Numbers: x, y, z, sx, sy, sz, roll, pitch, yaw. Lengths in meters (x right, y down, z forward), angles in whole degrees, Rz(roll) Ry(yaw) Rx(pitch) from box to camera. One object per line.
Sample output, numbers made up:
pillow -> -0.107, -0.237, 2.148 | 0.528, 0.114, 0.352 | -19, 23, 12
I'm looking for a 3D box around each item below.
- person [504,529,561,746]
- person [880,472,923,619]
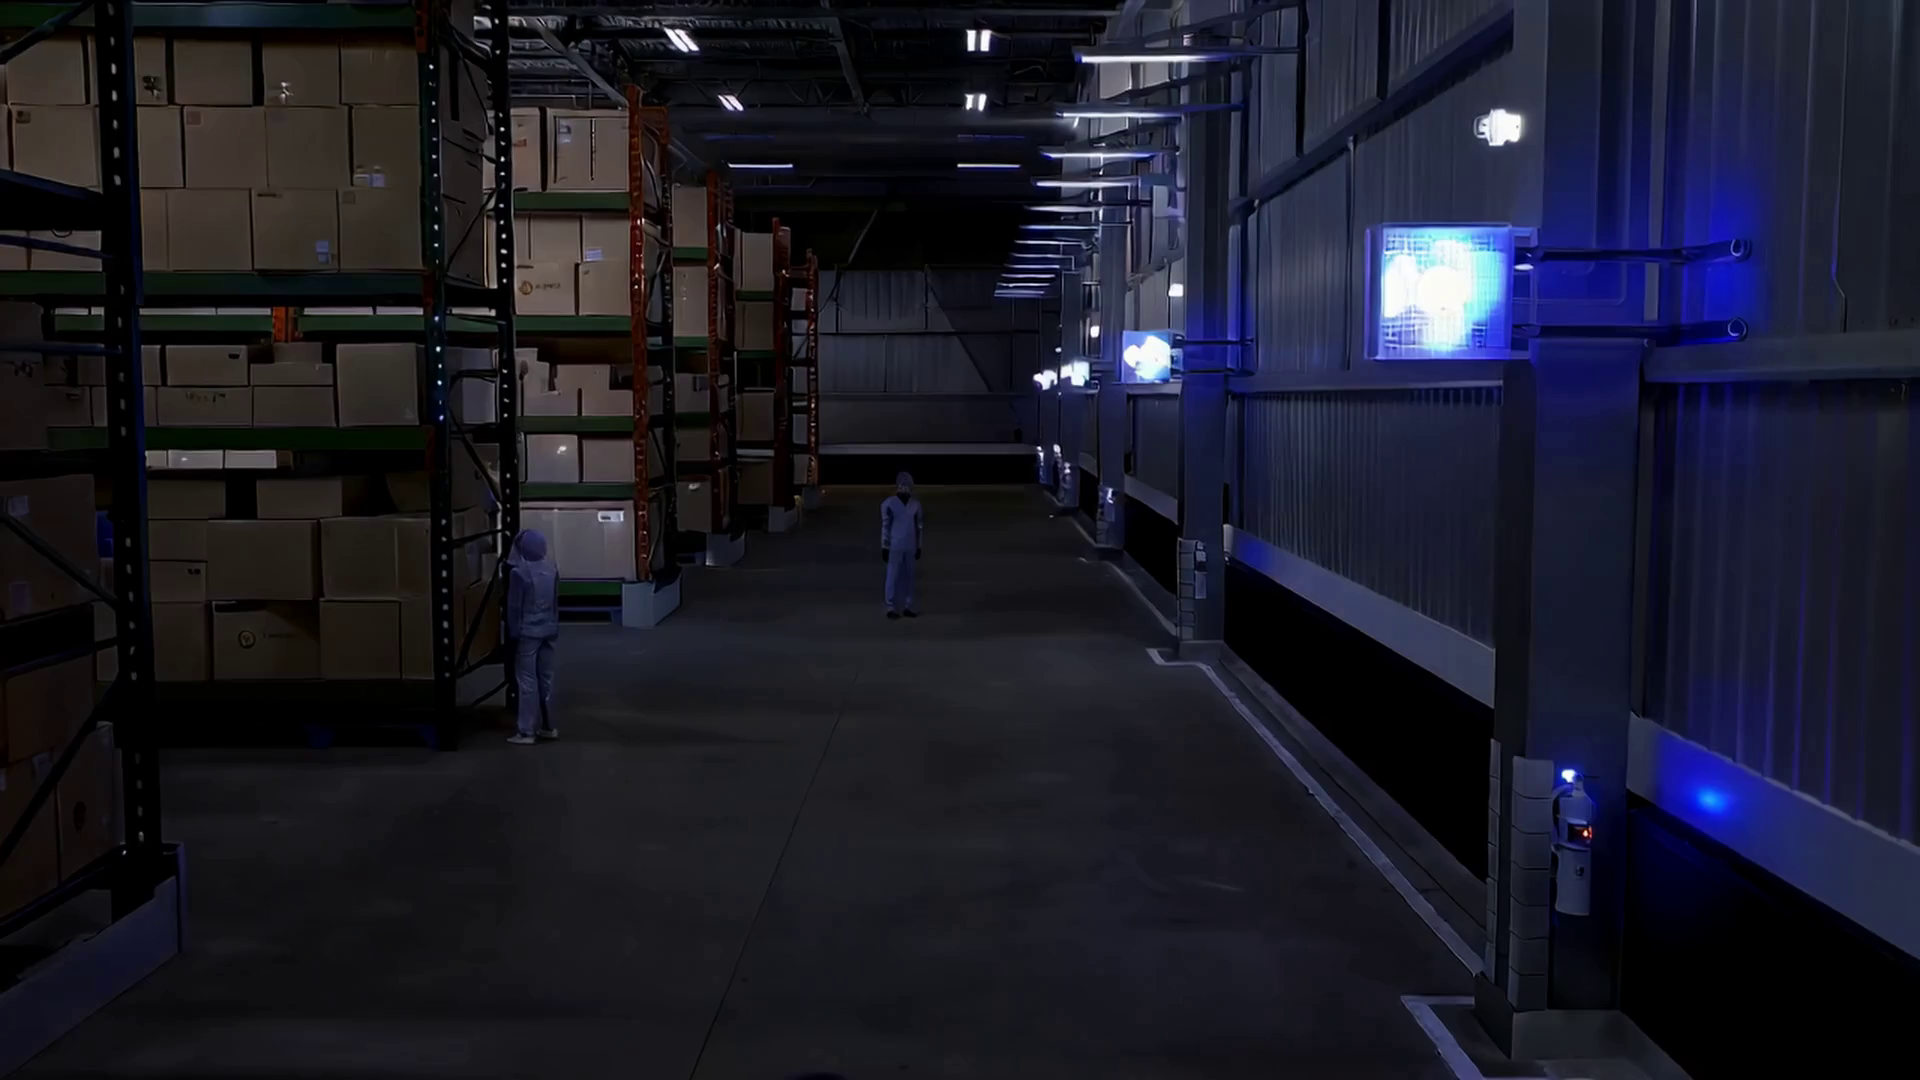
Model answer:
person -> -3.222, 0.731, 12.603 | 0.313, 1.630, 0.526 | 3, 6, 30
person -> -0.671, 0.062, 19.746 | 0.563, 1.743, 0.351 | -3, 6, -31
